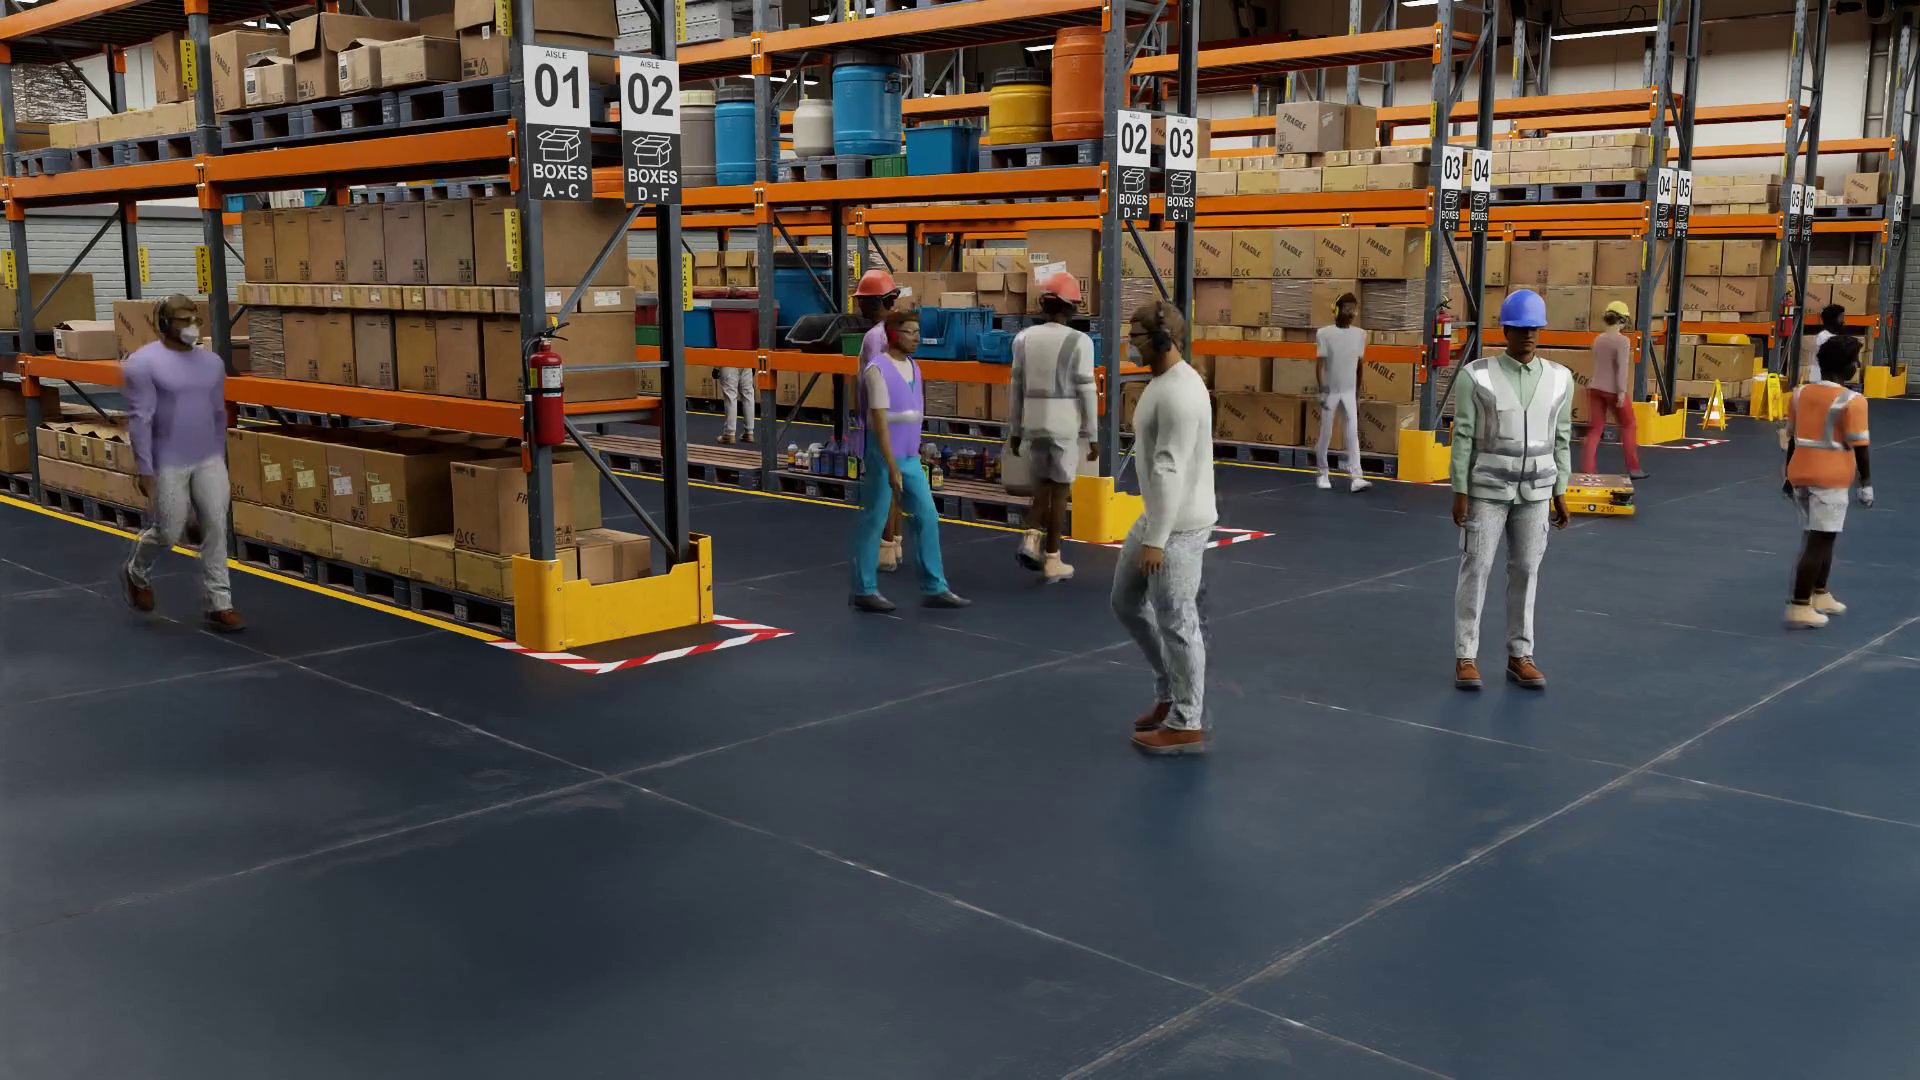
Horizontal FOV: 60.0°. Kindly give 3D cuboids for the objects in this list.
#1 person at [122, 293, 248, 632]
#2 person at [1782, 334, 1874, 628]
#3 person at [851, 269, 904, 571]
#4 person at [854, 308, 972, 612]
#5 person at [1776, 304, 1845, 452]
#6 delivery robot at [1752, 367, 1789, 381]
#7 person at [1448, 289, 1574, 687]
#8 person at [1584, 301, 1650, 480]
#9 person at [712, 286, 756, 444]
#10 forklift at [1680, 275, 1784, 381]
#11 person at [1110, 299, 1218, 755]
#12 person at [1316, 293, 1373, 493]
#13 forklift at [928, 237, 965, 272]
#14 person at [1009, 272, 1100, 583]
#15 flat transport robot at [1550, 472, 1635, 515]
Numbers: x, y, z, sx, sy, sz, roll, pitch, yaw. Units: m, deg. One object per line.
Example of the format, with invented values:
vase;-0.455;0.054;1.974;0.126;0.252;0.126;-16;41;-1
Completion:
person;-4.478;-0.448;9.513;0.825;1.919;0.637;6;11;32
person;5.043;-0.335;9.551;0.642;1.673;0.550;-2;9;-12
person;-0.560;-0.820;11.403;0.371;2.044;0.608;2;9;11
person;-0.303;-0.455;9.861;0.842;1.811;0.563;6;11;31
person;9.265;-1.707;17.936;0.665;1.677;0.539;8;12;41
delivery robot;12.439;-2.410;25.542;0.707;0.478;0.477;0;9;-1
person;2.700;-0.246;8.168;0.602;1.949;0.392;0;9;-3
person;6.350;-1.430;16.090;0.734;1.732;0.524;-3;10;-20
person;-2.673;-2.070;19.680;0.621;1.845;0.429;-8;12;-42
forklift;12.480;-3.427;27.053;1.214;2.155;2.313;9;13;43
person;0.866;-0.047;7.033;0.433;1.923;0.643;-1;9;-3
person;3.511;-1.338;15.285;0.491;1.816;0.920;-1;9;-3
forklift;-0.326;-5.817;39.609;1.129;2.768;1.873;9;13;43
person;0.636;-0.737;10.950;0.639;2.024;0.424;7;12;38
flat transport robot;5.500;-0.420;14.500;0.652;0.197;1.431;3;10;19
